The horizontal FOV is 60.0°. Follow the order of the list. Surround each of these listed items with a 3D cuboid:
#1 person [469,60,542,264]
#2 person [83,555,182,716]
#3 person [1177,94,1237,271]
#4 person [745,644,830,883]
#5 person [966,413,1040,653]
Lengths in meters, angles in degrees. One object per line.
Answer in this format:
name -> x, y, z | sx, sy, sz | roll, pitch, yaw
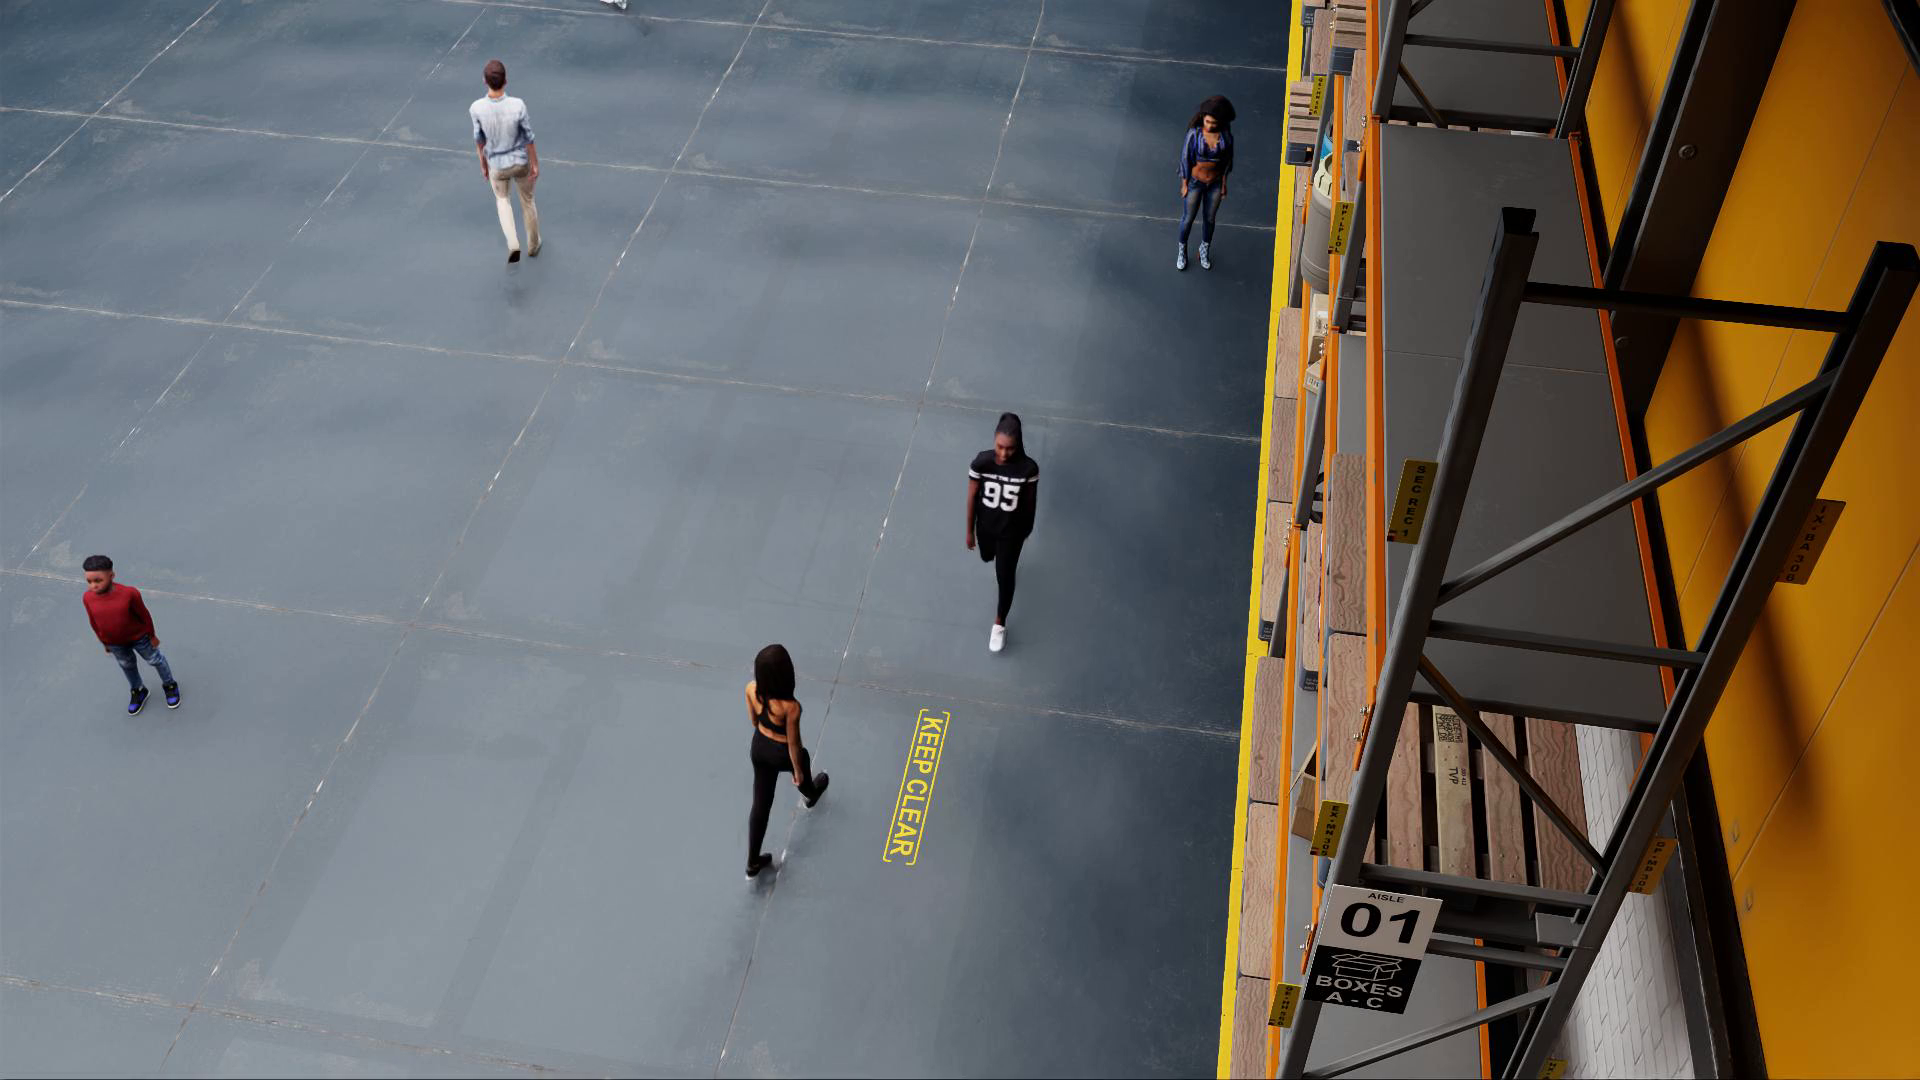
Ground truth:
person -> -3.806, -3.121, 14.013 | 0.808, 1.832, 0.949 | -6, 44, -6
person -> -5.288, 0.579, 10.546 | 0.567, 1.256, 0.582 | -7, 44, -7
person -> 2.068, -3.016, 14.053 | 0.639, 1.625, 0.606 | -1, 44, -1
person -> -1.092, 1.292, 9.549 | 0.783, 1.600, 1.188 | 18, 47, 18
person -> 0.276, -0.149, 10.988 | 0.592, 1.701, 1.091 | 7, 44, 7
